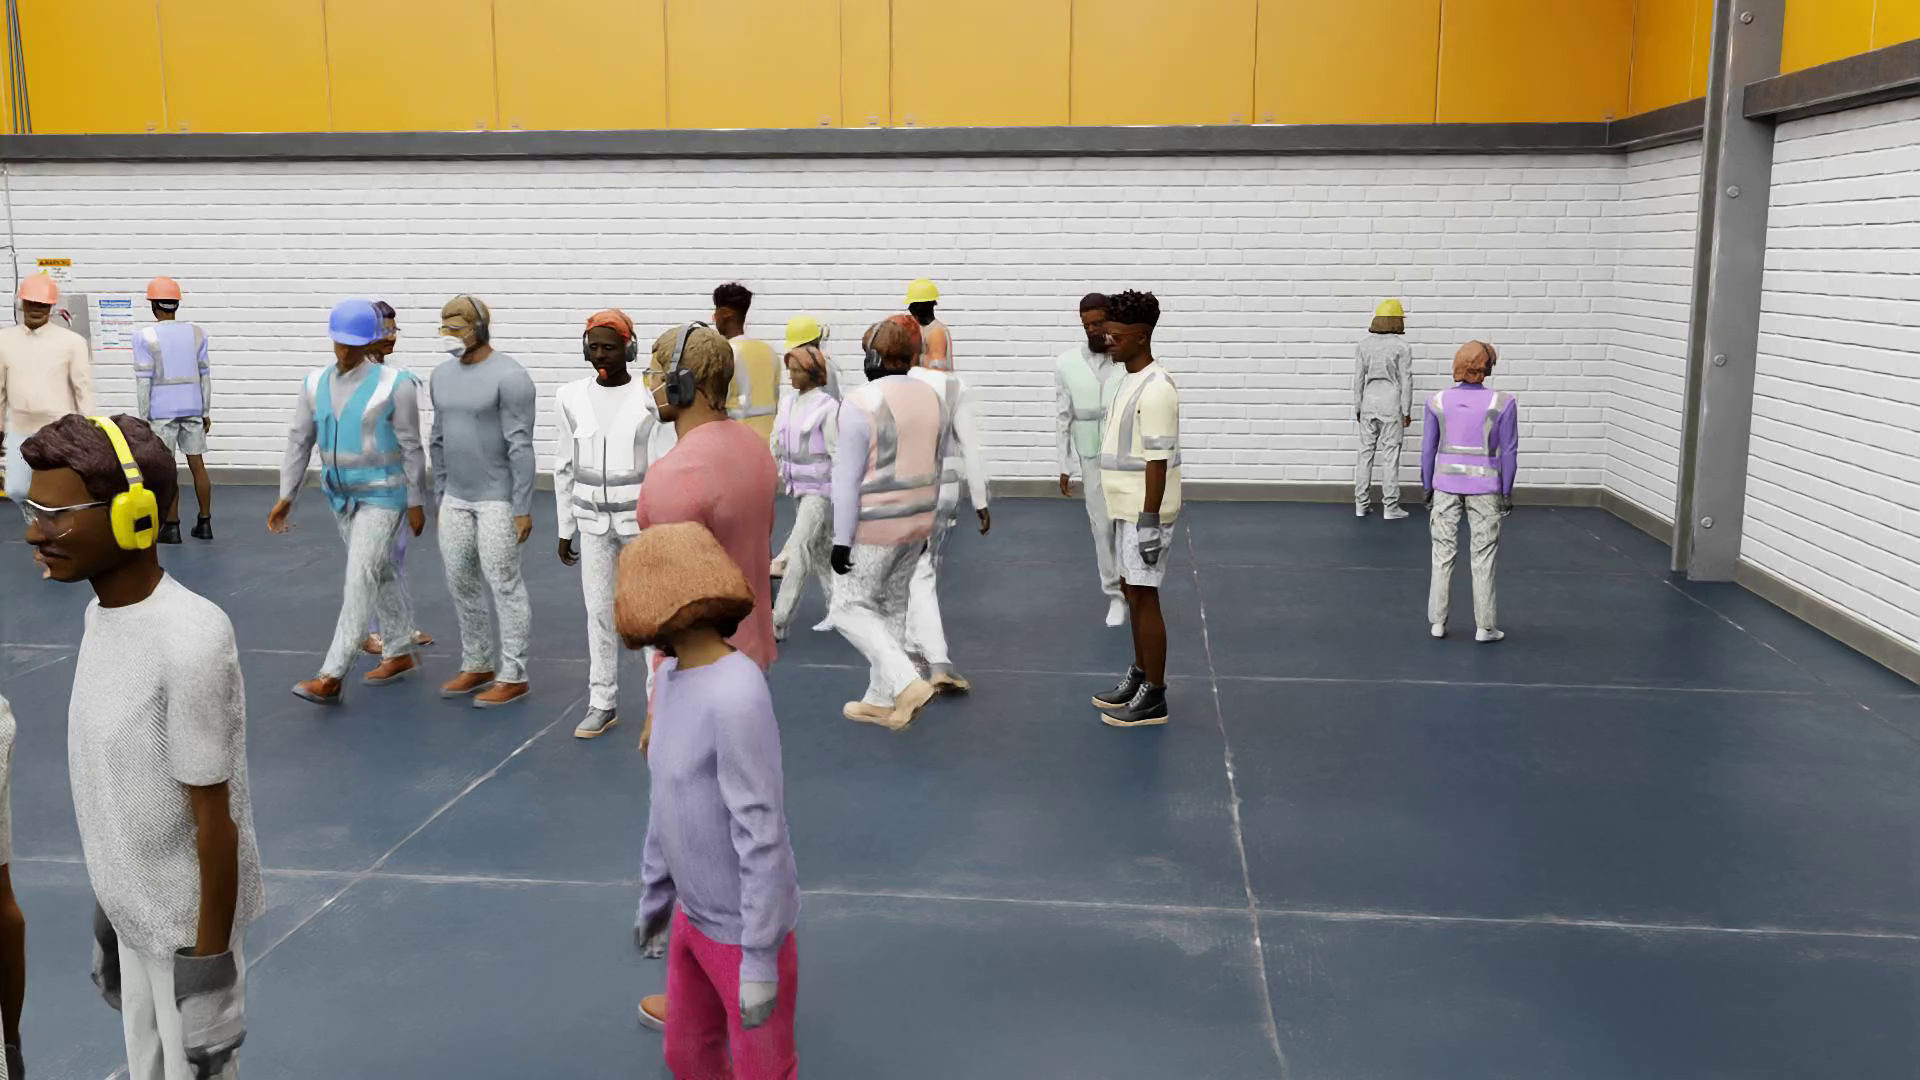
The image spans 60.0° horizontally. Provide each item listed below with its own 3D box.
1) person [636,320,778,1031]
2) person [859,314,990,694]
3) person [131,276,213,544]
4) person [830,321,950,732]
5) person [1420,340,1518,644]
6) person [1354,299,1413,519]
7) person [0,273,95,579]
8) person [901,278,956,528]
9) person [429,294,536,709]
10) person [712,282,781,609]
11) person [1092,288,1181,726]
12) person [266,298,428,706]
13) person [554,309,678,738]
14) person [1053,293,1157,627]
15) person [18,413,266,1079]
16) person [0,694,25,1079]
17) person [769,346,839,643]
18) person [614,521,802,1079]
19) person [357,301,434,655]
[{"bbox_3d":[-0.697,0.376,4.551,0.372,1.940,0.627,2,10,13],"label":"person"},{"bbox_3d":[-0.168,-0.189,8.142,0.623,1.830,0.938,-5,11,-24],"label":"person"},{"bbox_3d":[-5.721,-0.940,12.090,0.358,1.938,0.548,8,13,38],"label":"person"},{"bbox_3d":[-0.313,-0.042,7.268,0.590,1.824,0.649,8,13,39],"label":"person"},{"bbox_3d":[2.750,-0.257,9.024,0.515,1.641,0.314,6,12,33],"label":"person"},{"bbox_3d":[3.372,-1.042,13.235,0.490,1.740,0.322,9,13,41],"label":"person"},{"bbox_3d":[-5.963,-0.740,10.831,0.642,1.972,0.462,-1,10,-6],"label":"person"},{"bbox_3d":[-0.237,-1.042,12.751,0.409,1.917,0.607,-1,10,-7],"label":"person"},{"bbox_3d":[-2.239,-0.178,7.775,0.638,1.930,0.387,6,11,29],"label":"person"},{"bbox_3d":[-1.292,-0.519,9.720,0.622,1.939,0.617,5,11,26],"label":"person"},{"bbox_3d":[0.800,-0.143,7.479,0.374,1.958,0.606,-1,10,-5],"label":"person"},{"bbox_3d":[-2.903,-0.173,7.807,0.645,1.890,0.944,4,11,23],"label":"person"},{"bbox_3d":[-1.478,-0.056,7.214,0.579,1.878,0.352,2,10,10],"label":"person"},{"bbox_3d":[0.831,-0.440,9.374,0.621,1.884,0.452,3,10,16],"label":"person"},{"bbox_3d":[-1.394,0.705,2.913,0.324,1.859,0.511,-9,14,-43],"label":"person"},{"bbox_3d":[-1.445,0.818,2.218,0.318,1.870,0.531,1,10,7],"label":"person"},{"bbox_3d":[-0.900,-0.242,9.057,0.817,1.598,0.525,-7,12,-35],"label":"person"},{"bbox_3d":[-0.469,0.765,3.261,0.347,1.615,0.535,-5,11,-28],"label":"person"},{"bbox_3d":[-3.063,-0.326,8.799,0.327,1.863,0.508,5,11,27],"label":"person"}]
